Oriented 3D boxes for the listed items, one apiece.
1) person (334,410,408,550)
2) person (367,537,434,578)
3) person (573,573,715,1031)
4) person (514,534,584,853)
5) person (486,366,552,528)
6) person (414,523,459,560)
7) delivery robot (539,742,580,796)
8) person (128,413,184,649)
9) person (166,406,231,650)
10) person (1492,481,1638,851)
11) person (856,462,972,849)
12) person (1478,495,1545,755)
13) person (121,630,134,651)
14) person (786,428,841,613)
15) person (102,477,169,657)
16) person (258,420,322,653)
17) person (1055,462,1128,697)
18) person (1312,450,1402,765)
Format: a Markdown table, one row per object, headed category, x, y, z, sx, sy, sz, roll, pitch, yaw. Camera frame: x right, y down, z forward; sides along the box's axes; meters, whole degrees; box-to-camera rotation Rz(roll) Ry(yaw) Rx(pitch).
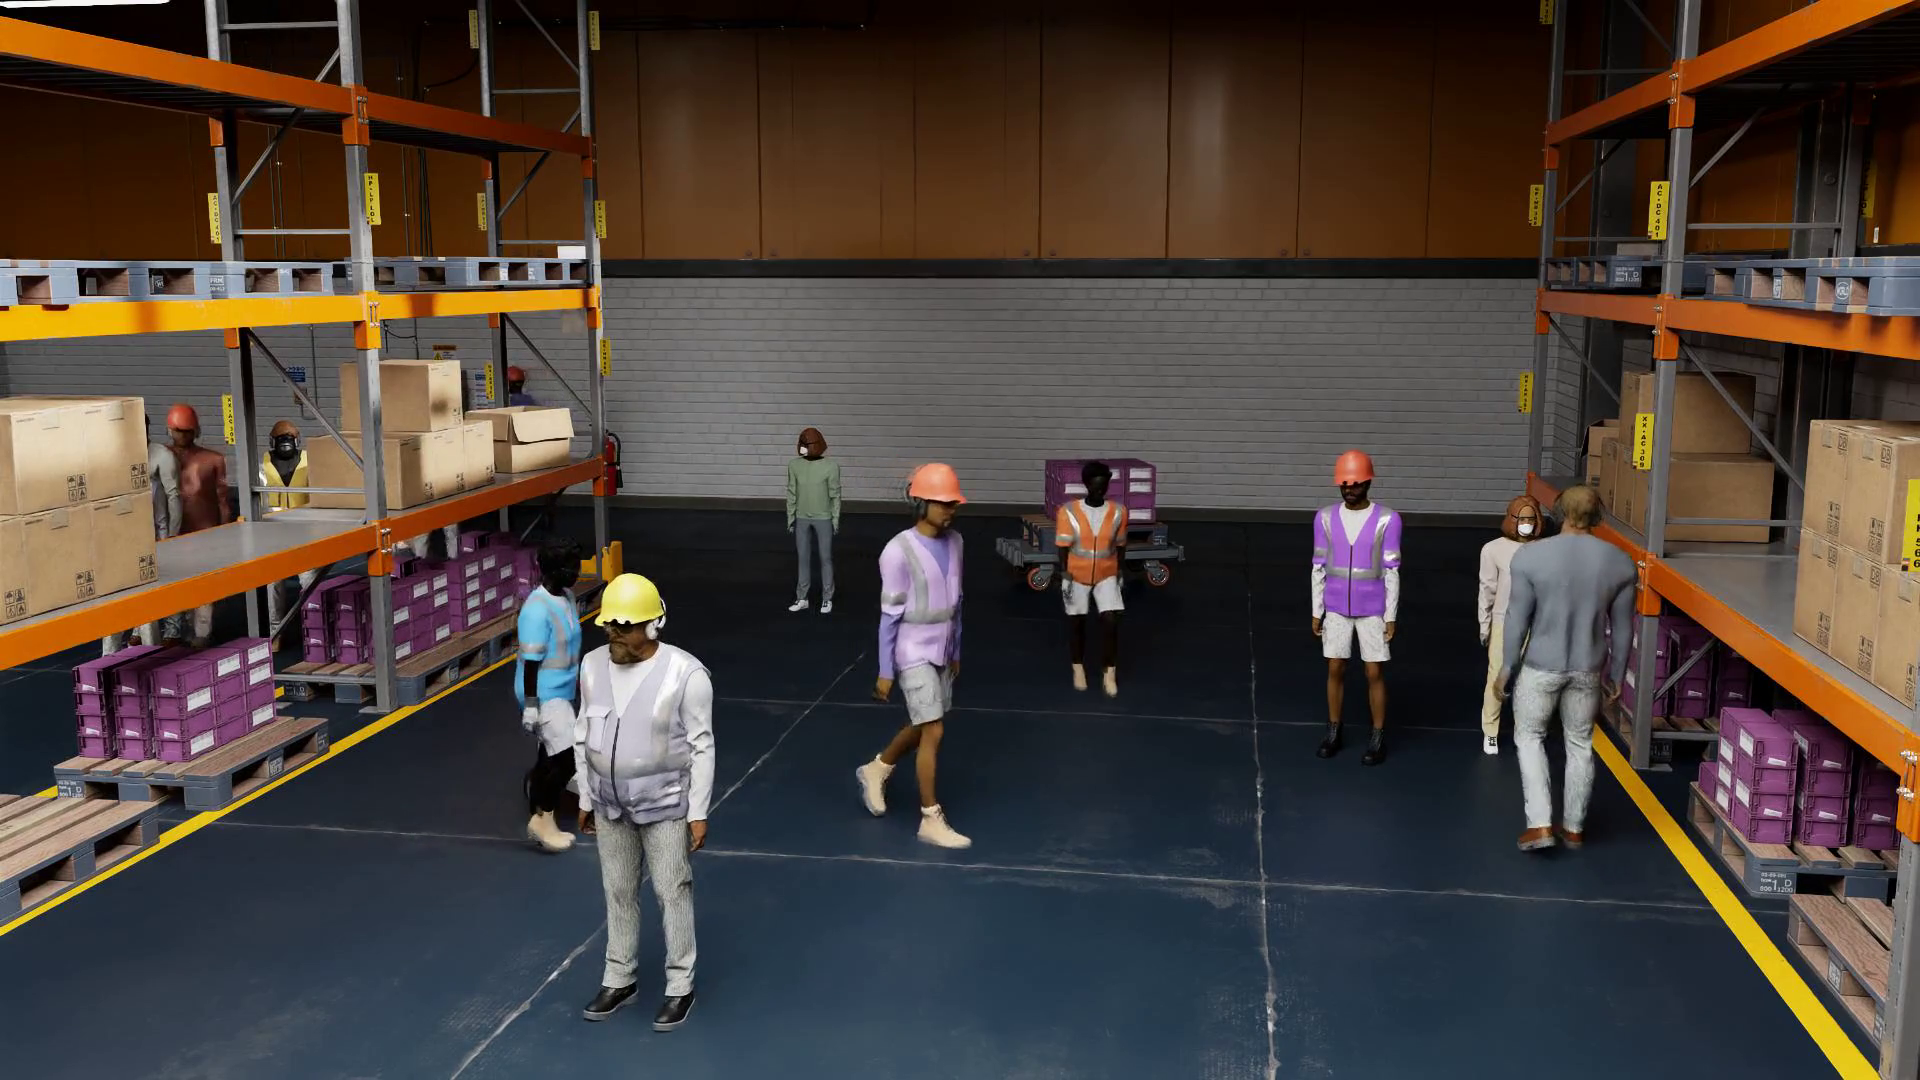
| category | x | y | z | sx | sy | sz | roll | pitch | yaw |
| --- | --- | --- | --- | --- | --- | --- | --- | --- | --- |
| person | -6.313 | -0.767 | 17.725 | 0.667 | 1.802 | 0.440 | -1 | 9 | -6 |
| person | -5.346 | -0.534 | 15.883 | 0.669 | 1.944 | 0.651 | -6 | 11 | -31 |
| person | -1.263 | 1.027 | 6.565 | 0.601 | 1.827 | 0.404 | 3 | 10 | 20 |
| person | -2.085 | 0.794 | 8.462 | 0.411 | 1.665 | 0.596 | 1 | 9 | 5 |
| person | -5.139 | -1.077 | 19.370 | 1.019 | 1.884 | 0.564 | 6 | 11 | 32 |
| person | -4.929 | -0.413 | 15.356 | 0.624 | 1.856 | 0.509 | 2 | 9 | 9 |
| delivery robot | -1.996 | 1.206 | 9.093 | 0.477 | 0.478 | 0.707 | -9 | 13 | -43 |
| person | -6.361 | -0.072 | 13.010 | 0.631 | 1.936 | 0.362 | 3 | 10 | 16 |
| person | -6.090 | -0.084 | 13.099 | 0.615 | 1.941 | 1.040 | -2 | 9 | -13 |
| person | 3.091 | 0.658 | 8.530 | 0.676 | 1.935 | 0.454 | 0 | 9 | 3 |
| person | -0.276 | 0.580 | 8.789 | 0.827 | 2.027 | 0.622 | 7 | 11 | 35 |
| person | 3.441 | 0.530 | 10.265 | 0.493 | 1.624 | 0.282 | 0 | 9 | 0 |
| person | -6.396 | 0.002 | 12.634 | 0.409 | 1.913 | 0.650 | -4 | 10 | -25 |
| person | -1.283 | -0.170 | 14.553 | 0.503 | 1.630 | 0.282 | 3 | 10 | 18 |
| person | -6.038 | 0.140 | 12.021 | 0.588 | 1.833 | 0.404 | -3 | 10 | -18 |
| person | -5.268 | -0.029 | 13.087 | 0.622 | 1.835 | 0.430 | -4 | 10 | -21 |
| person | 0.925 | 0.278 | 11.689 | 0.543 | 1.668 | 0.641 | -1 | 9 | -4 |
| person | 2.390 | 0.409 | 10.106 | 0.542 | 1.925 | 0.399 | 5 | 10 | 28 |
